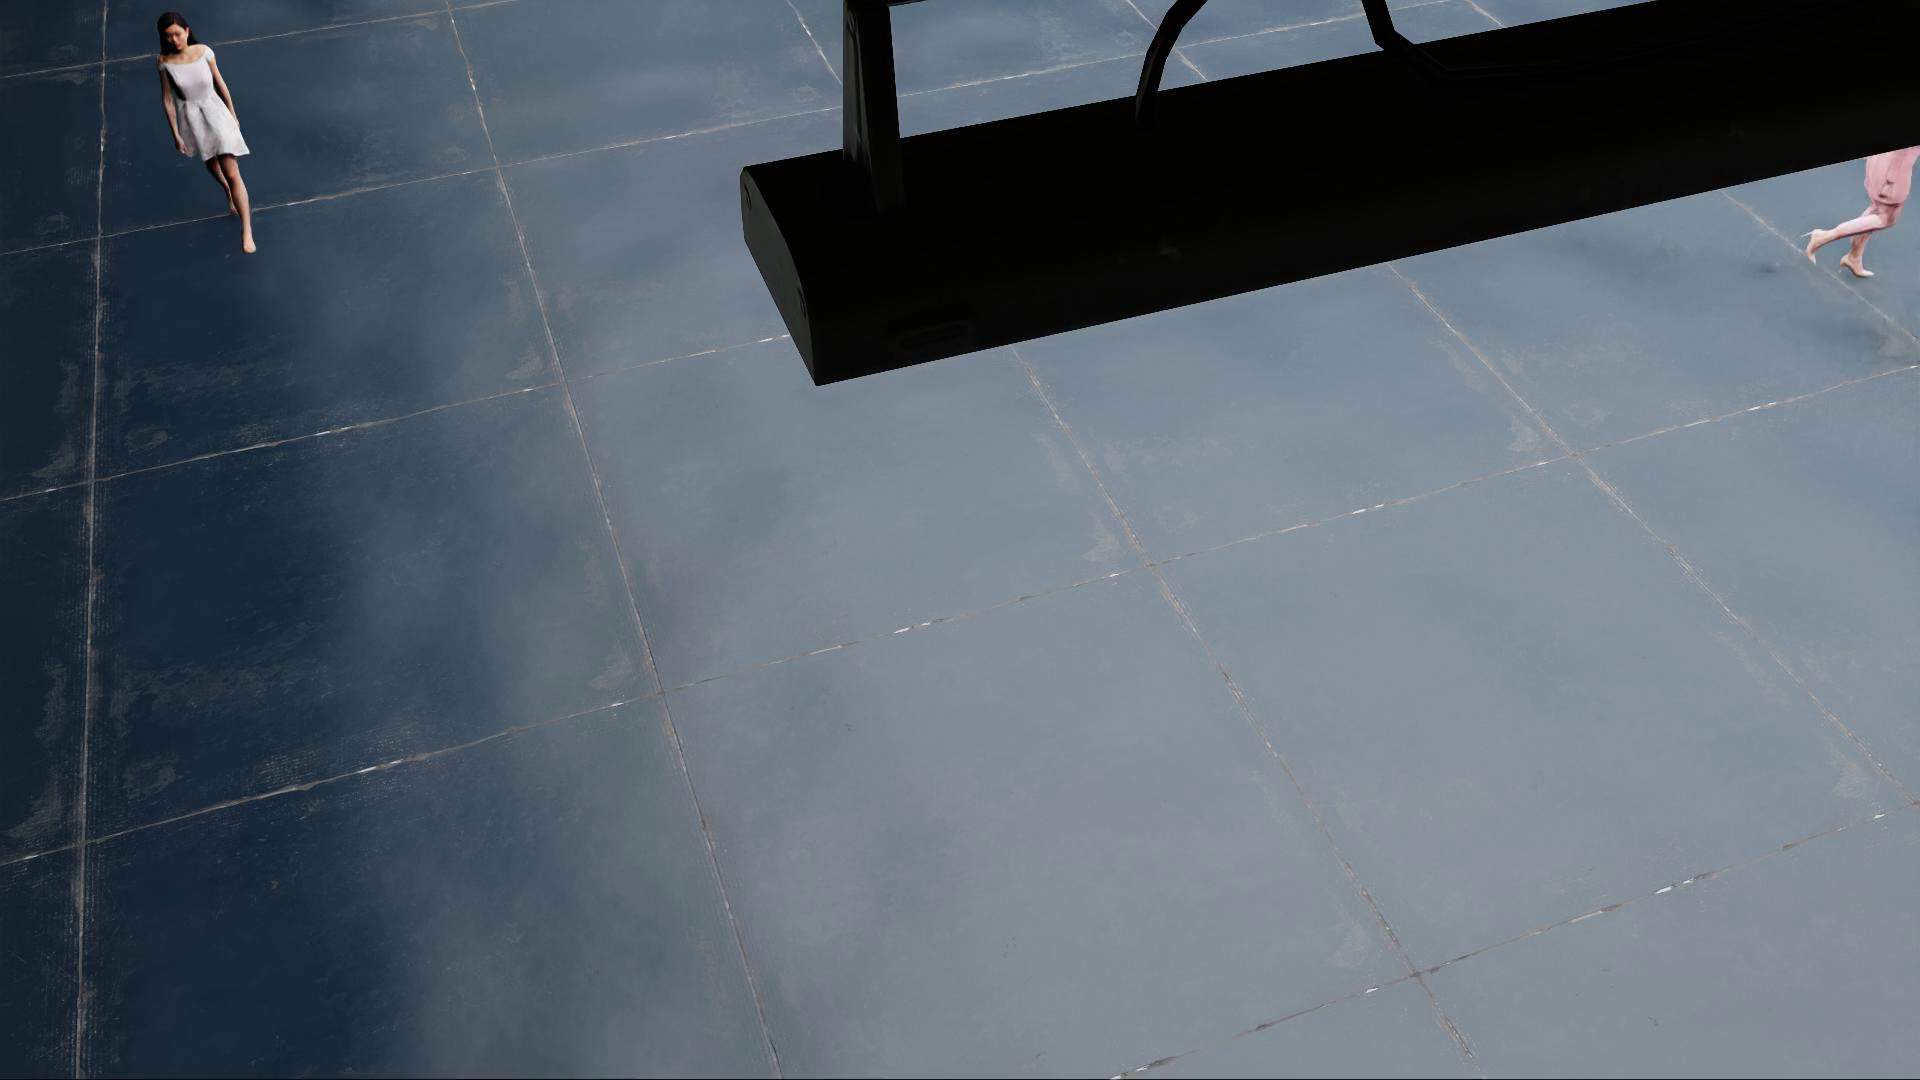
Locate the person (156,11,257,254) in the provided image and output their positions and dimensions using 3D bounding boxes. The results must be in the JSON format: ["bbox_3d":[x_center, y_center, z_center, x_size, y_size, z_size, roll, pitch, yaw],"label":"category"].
[{"bbox_3d":[-5.501,-3.026,12.133,0.665,1.717,1.199,-16,45,-17],"label":"person"}]

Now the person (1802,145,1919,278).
[{"bbox_3d":[6.421,-2.611,11.636,0.908,1.791,0.886,9,44,9],"label":"person"}]
